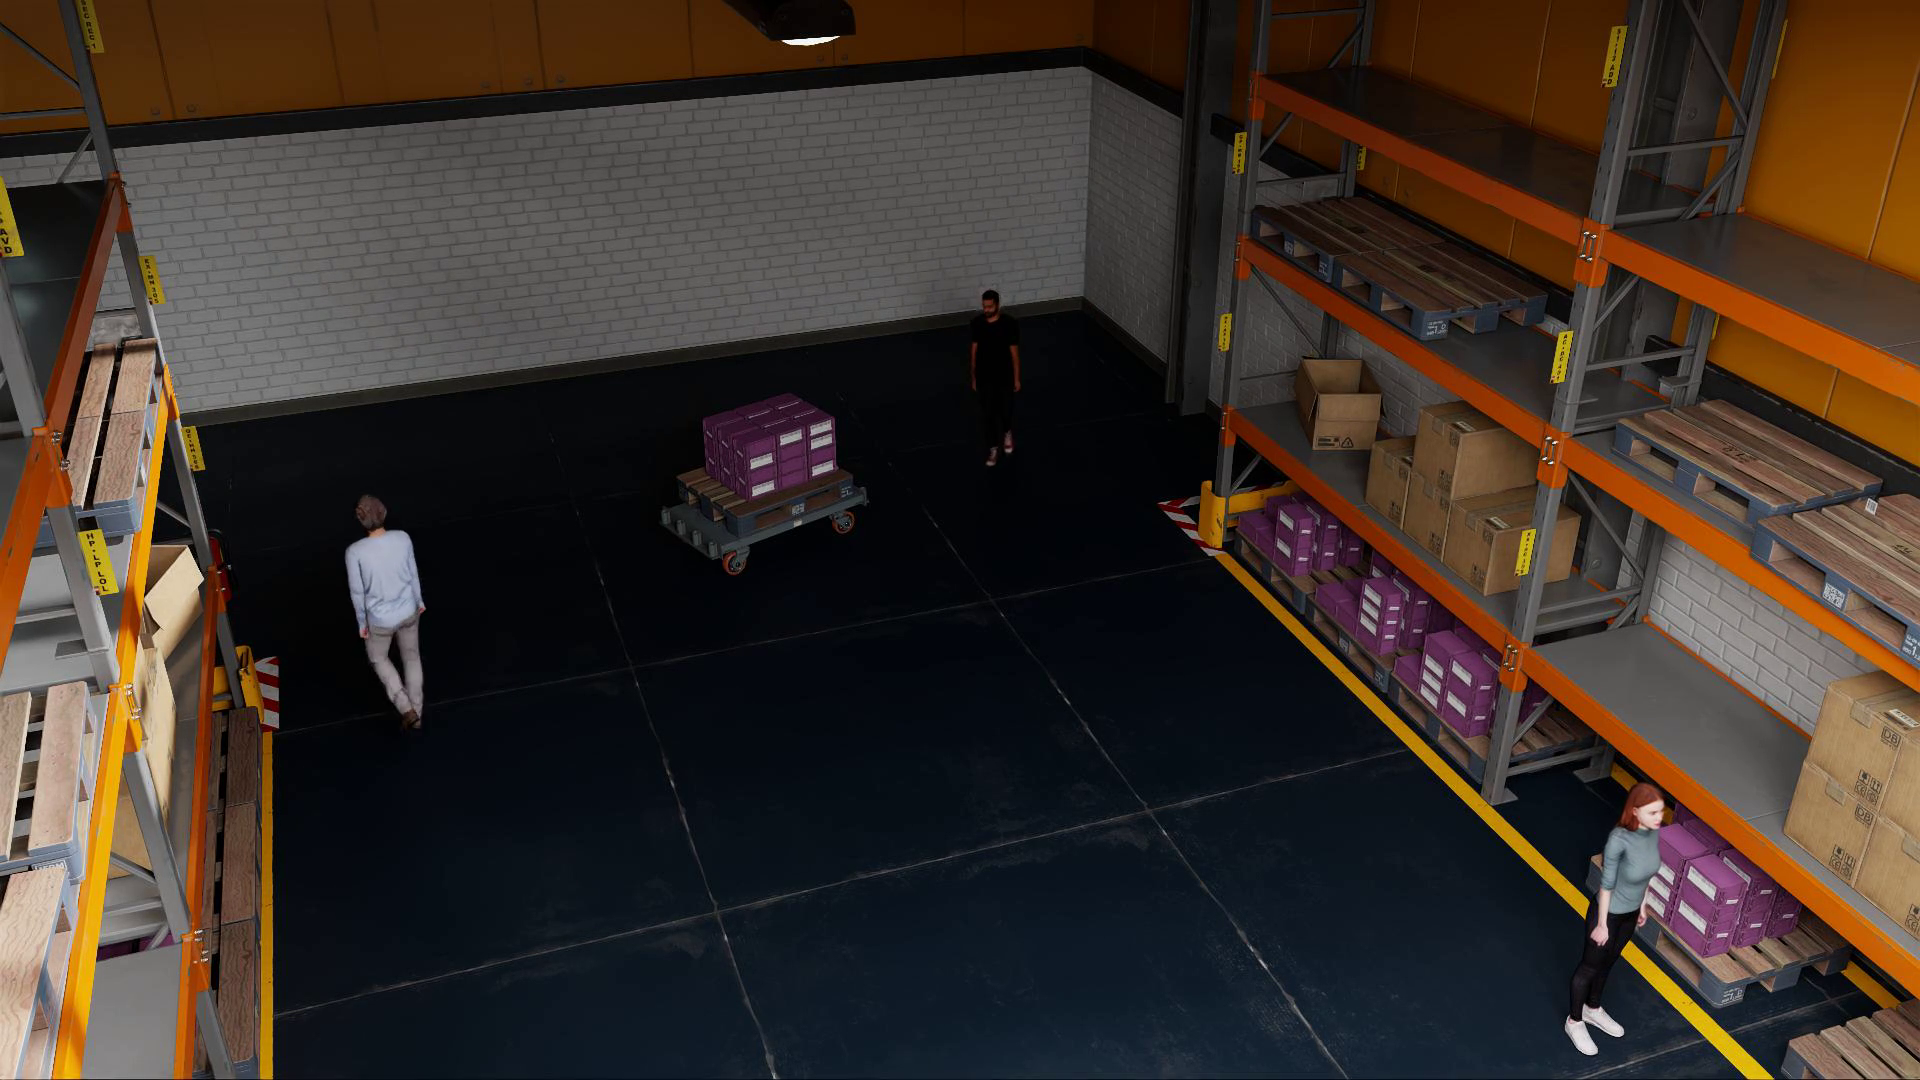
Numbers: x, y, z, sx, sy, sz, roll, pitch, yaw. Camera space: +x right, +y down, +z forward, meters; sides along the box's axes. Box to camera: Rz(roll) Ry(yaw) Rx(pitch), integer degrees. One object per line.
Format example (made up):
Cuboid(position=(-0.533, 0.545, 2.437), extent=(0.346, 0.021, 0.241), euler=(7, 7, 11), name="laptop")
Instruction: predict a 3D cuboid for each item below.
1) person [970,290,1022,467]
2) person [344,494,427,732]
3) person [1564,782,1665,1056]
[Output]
Cuboid(position=(0.352, -1.575, 15.821), extent=(0.826, 1.742, 0.885), euler=(6, 29, 10), name="person")
Cuboid(position=(-3.976, 0.578, 11.735), extent=(0.804, 1.875, 0.908), euler=(-19, 34, -31), name="person")
Cuboid(position=(3.613, 2.056, 9.162), extent=(0.625, 1.743, 0.612), euler=(-17, 33, -29), name="person")
